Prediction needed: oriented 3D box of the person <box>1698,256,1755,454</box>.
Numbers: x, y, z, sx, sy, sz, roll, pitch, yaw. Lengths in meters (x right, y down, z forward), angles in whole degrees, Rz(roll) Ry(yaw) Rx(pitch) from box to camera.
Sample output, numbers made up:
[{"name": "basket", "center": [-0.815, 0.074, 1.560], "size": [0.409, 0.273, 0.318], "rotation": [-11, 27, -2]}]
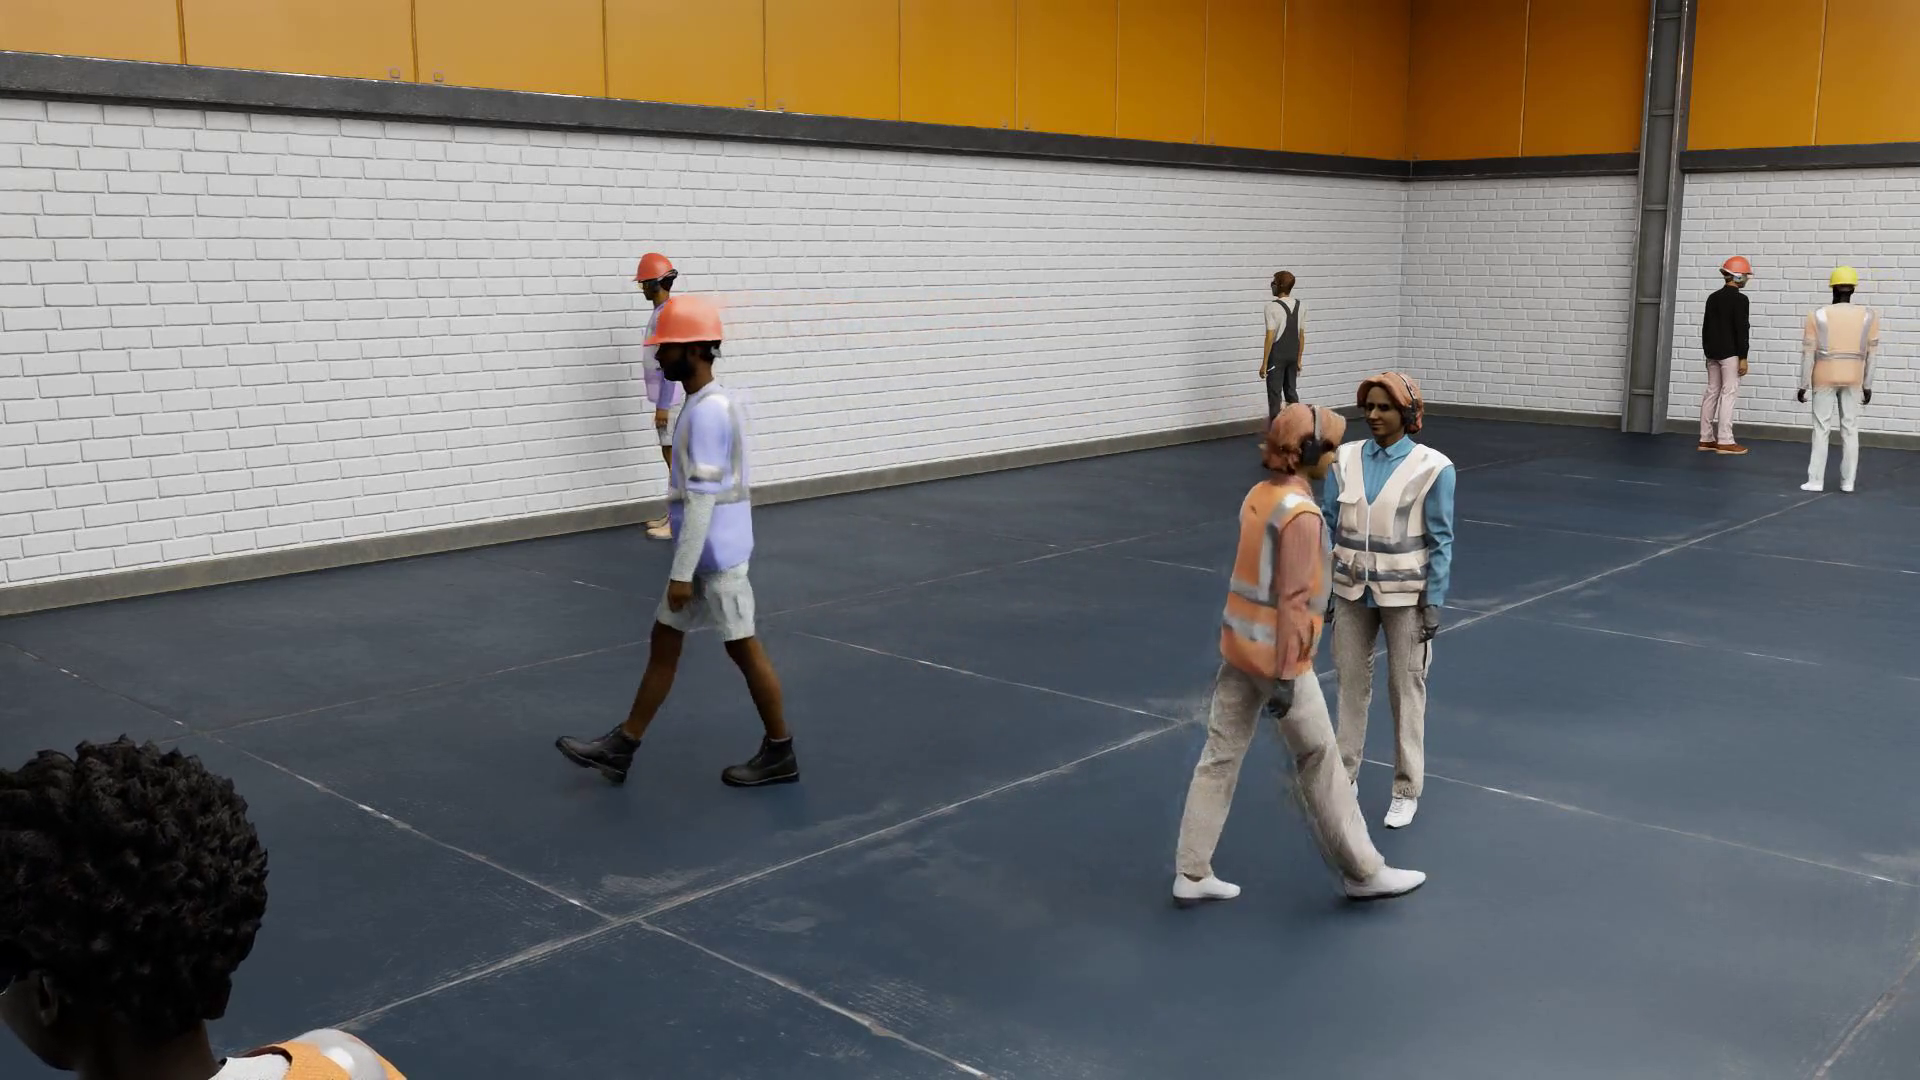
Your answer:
[{"name": "person", "center": [7.792, -1.873, 16.881], "size": [0.389, 1.990, 0.625], "rotation": [-2, 10, -11]}]

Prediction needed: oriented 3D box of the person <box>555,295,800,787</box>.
[{"name": "person", "center": [-1.063, 0.038, 6.287], "size": [0.957, 1.888, 0.569], "rotation": [-2, 10, -12]}]

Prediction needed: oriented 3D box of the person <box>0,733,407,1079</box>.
[{"name": "person", "center": [-0.638, 0.996, 1.411], "size": [0.318, 1.691, 0.532], "rotation": [3, 10, 16]}]

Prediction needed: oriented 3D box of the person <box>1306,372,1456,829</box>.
[{"name": "person", "center": [1.523, 0.211, 6.019], "size": [0.511, 1.641, 0.307], "rotation": [8, 13, 40]}]

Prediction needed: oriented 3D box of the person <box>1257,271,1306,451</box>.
[{"name": "person", "center": [3.289, -1.823, 17.011], "size": [0.513, 1.846, 0.334], "rotation": [-5, 11, -28]}]

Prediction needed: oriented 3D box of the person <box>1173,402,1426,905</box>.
[{"name": "person", "center": [1.057, 0.373, 5.186], "size": [0.844, 1.593, 0.539], "rotation": [-2, 10, -10]}]

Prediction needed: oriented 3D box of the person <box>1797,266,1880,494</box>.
[{"name": "person", "center": [7.431, -1.353, 14.113], "size": [0.594, 1.922, 0.387], "rotation": [2, 10, 10]}]

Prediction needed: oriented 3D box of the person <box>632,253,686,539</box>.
[{"name": "person", "center": [-2.125, -1.023, 11.909], "size": [0.394, 2.040, 0.609], "rotation": [-1, 10, -5]}]
